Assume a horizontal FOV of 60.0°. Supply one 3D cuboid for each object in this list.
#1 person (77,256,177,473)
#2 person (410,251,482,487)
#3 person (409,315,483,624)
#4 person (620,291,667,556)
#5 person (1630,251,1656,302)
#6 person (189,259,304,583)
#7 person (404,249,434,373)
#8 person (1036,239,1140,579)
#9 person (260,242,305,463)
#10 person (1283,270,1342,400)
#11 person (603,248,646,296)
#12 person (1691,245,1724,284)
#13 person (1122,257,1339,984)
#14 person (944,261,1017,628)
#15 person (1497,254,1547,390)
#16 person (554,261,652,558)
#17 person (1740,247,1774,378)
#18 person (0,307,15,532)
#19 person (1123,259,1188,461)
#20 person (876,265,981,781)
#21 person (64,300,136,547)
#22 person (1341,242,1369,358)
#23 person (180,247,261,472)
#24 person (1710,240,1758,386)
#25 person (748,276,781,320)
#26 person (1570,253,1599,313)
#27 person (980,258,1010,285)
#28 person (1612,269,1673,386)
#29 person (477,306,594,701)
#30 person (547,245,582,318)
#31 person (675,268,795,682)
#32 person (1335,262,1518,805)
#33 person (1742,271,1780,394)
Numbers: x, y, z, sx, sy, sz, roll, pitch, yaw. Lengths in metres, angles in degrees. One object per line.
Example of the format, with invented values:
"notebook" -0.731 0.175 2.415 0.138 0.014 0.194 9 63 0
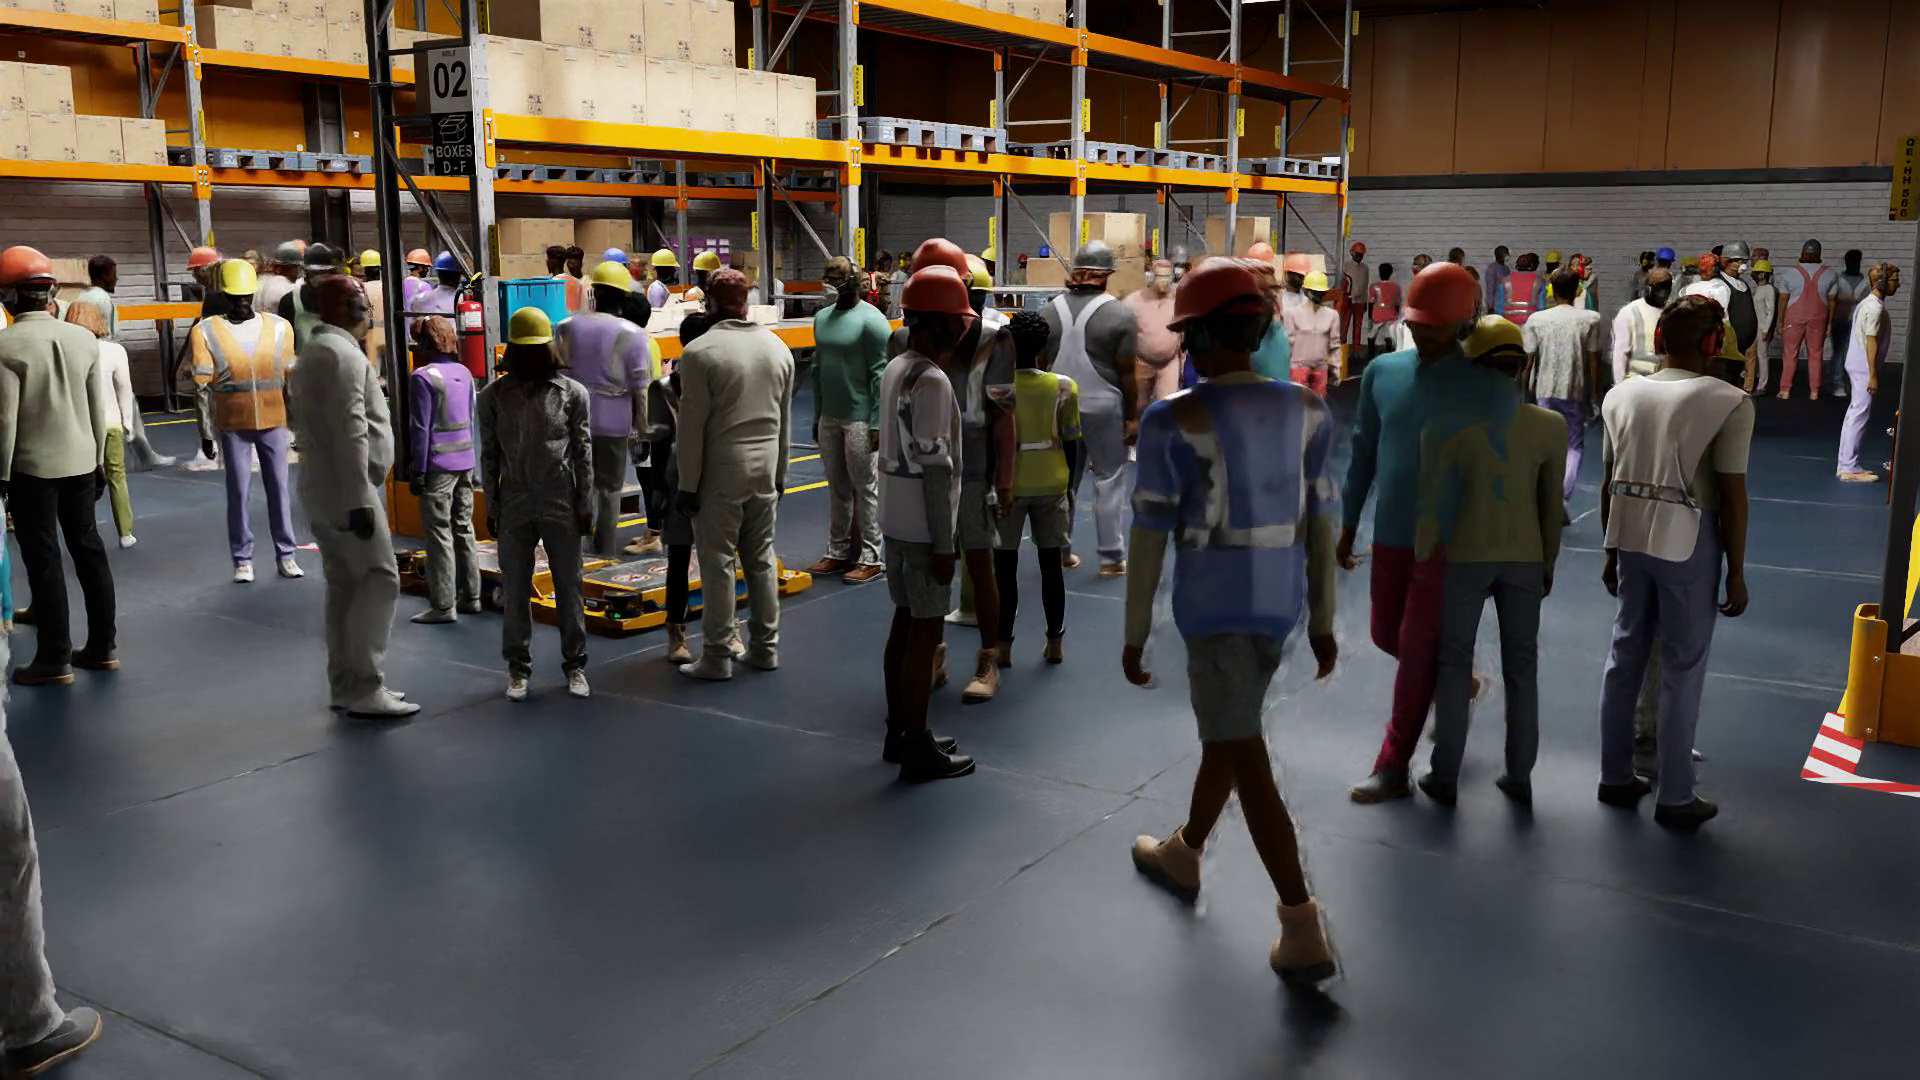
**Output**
"person" -7.358 -1.518 14.478 0.599 1.875 0.899 9 13 40
"person" -4.138 -1.372 13.534 0.648 1.931 0.432 1 10 6
"person" -2.739 -0.375 8.847 0.313 1.631 0.528 3 11 14
"person" -2.048 -0.749 10.724 0.322 1.699 0.536 0 10 1
"person" 10.684 -3.558 25.881 0.724 1.841 0.540 3 11 17
"person" -4.208 -0.698 9.868 0.591 1.913 0.396 -7 13 -36
"person" -6.099 -2.313 18.785 0.548 1.924 0.390 7 12 35
"person" 0.787 -0.793 10.022 0.691 2.000 0.538 6 12 32
"person" -6.059 -1.714 15.130 0.540 2.000 0.694 -6 12 -30
"person" 3.117 -1.501 14.735 0.559 1.755 0.376 -2 10 -11
"person" -3.467 -2.009 17.055 0.413 1.939 0.605 6 12 32
"person" 9.478 -2.721 20.934 0.604 1.959 0.379 -1 10 -7
"person" 0.789 0.202 4.716 0.618 1.984 1.079 -5 11 -26
"person" 0.067 -0.505 8.794 0.426 1.917 0.590 9 14 41
"person" 7.610 -2.950 22.569 0.624 1.835 0.431 4 11 20
"person" -2.088 -0.677 9.780 0.611 1.901 0.437 3 11 14
"person" 11.663 -3.325 24.412 0.409 1.913 0.642 2 10 13
"person" -6.808 -0.992 11.383 0.606 1.956 0.378 -9 13 -40
"person" 1.726 -1.580 14.894 0.650 1.868 0.952 -1 10 -5
"person" -0.114 -0.059 6.277 0.392 1.930 0.544 -3 11 -17
"person" -5.681 -0.745 10.889 0.500 1.633 0.280 -6 12 -30
"person" 6.794 -4.122 28.629 0.612 1.986 0.407 -4 11 -23
"person" -6.481 -1.538 14.378 0.822 1.949 0.607 -4 11 -21
"person" 7.782 -2.024 16.845 0.682 2.000 0.535 -8 13 -36
"person" -2.423 -2.494 20.363 0.490 1.710 0.804 3 11 17
"person" 9.214 -3.354 24.818 0.616 1.822 0.461 7 13 35
"person" 0.376 -2.813 21.675 0.576 1.880 0.350 2 10 12
"person" 5.624 -1.323 13.666 0.628 1.801 0.960 -1 10 -4
"person" -1.854 -0.151 7.312 0.484 1.738 0.320 -2 10 -10
"person" -4.503 -2.339 18.806 0.366 1.962 0.603 4 11 19
"person" -1.057 -0.298 7.704 0.400 1.896 0.653 9 13 40
"person" 1.755 -0.041 6.126 0.817 1.950 0.662 -9 14 -41
"person" 10.459 -2.766 21.805 0.572 1.737 0.354 -5 11 -25
